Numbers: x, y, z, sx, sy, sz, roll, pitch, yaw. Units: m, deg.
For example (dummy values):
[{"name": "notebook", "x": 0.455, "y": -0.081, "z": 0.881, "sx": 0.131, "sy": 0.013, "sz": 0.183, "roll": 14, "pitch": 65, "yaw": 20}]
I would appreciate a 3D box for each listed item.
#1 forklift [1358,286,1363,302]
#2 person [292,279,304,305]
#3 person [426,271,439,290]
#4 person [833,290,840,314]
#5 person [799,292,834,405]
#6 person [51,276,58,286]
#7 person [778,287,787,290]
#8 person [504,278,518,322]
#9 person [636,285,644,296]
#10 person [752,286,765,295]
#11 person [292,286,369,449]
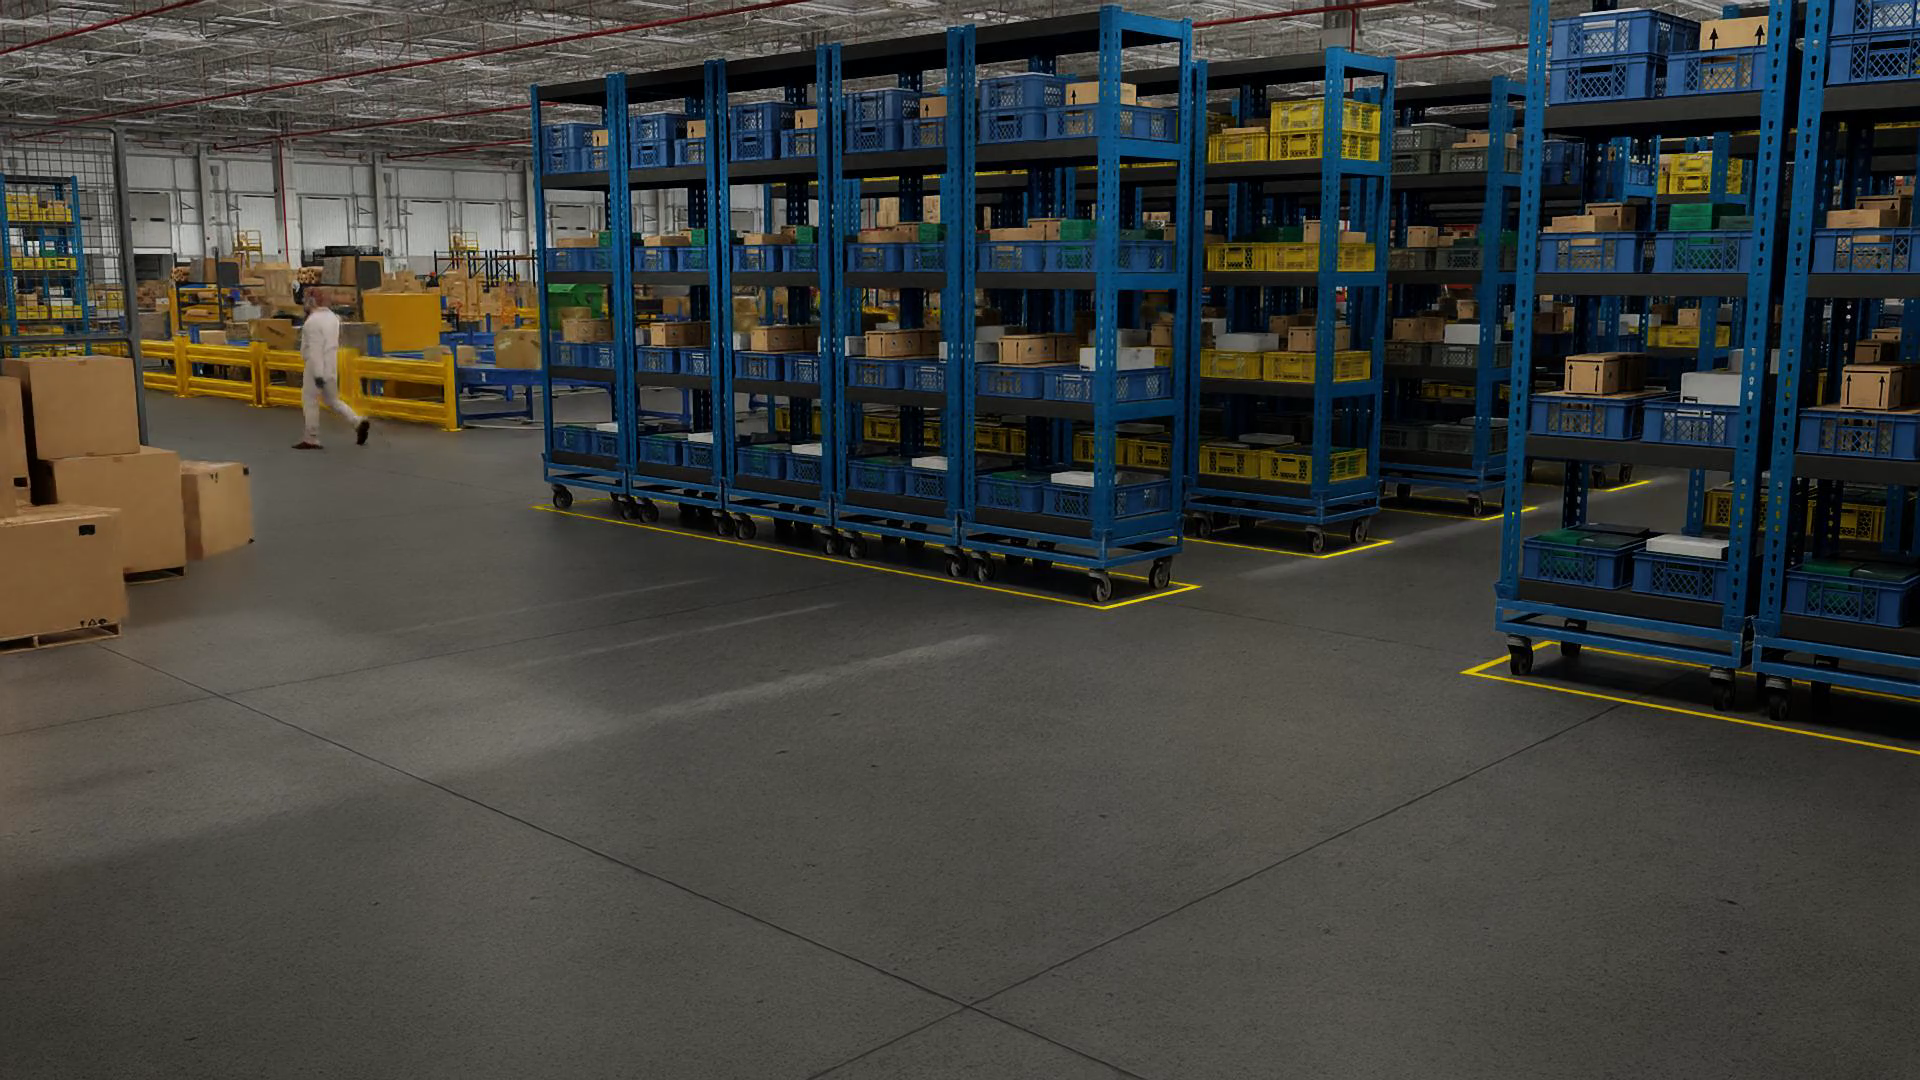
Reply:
[{"name": "forklift", "x": 11.100, "y": -7.017, "z": 46.970, "sx": 1.873, "sy": 2.768, "sz": 1.129, "roll": 9, "pitch": 13, "yaw": 43}, {"name": "person", "x": -24.571, "y": -9.070, "z": 62.123, "sx": 0.682, "sy": 2.000, "sz": 0.537, "roll": -4, "pitch": 10, "yaw": -25}, {"name": "person", "x": -18.749, "y": -8.586, "z": 59.286, "sx": 0.610, "sy": 1.997, "sz": 0.373, "roll": 5, "pitch": 11, "yaw": 29}, {"name": "person", "x": -3.171, "y": -5.458, "z": 40.903, "sx": 0.527, "sy": 1.743, "sz": 0.779, "roll": 2, "pitch": 10, "yaw": 14}, {"name": "person", "x": -1.674, "y": -2.180, "z": 20.670, "sx": 0.934, "sy": 1.783, "sz": 0.588, "roll": -2, "pitch": 9, "yaw": -12}, {"name": "person", "x": -38.427, "y": -10.408, "z": 70.691, "sx": 0.622, "sy": 1.930, "sz": 0.386, "roll": -1, "pitch": 9, "yaw": -9}, {"name": "person", "x": -6.488, "y": -8.886, "z": 61.827, "sx": 0.966, "sy": 1.758, "sz": 0.602, "roll": 2, "pitch": 9, "yaw": 12}, {"name": "person", "x": -16.868, "y": -8.970, "z": 62.430, "sx": 0.547, "sy": 1.722, "sz": 0.882, "roll": -2, "pitch": 10, "yaw": -13}, {"name": "person", "x": -16.375, "y": -12.808, "z": 85.510, "sx": 1.023, "sy": 1.882, "sz": 0.659, "roll": 0, "pitch": 9, "yaw": 0}, {"name": "person", "x": -9.125, "y": -11.201, "z": 75.454, "sx": 0.630, "sy": 1.951, "sz": 0.421, "roll": -3, "pitch": 10, "yaw": -16}, {"name": "person", "x": -7.277, "y": -1.973, "z": 19.089, "sx": 0.766, "sy": 1.881, "sz": 0.642, "roll": 1, "pitch": 9, "yaw": 6}]
